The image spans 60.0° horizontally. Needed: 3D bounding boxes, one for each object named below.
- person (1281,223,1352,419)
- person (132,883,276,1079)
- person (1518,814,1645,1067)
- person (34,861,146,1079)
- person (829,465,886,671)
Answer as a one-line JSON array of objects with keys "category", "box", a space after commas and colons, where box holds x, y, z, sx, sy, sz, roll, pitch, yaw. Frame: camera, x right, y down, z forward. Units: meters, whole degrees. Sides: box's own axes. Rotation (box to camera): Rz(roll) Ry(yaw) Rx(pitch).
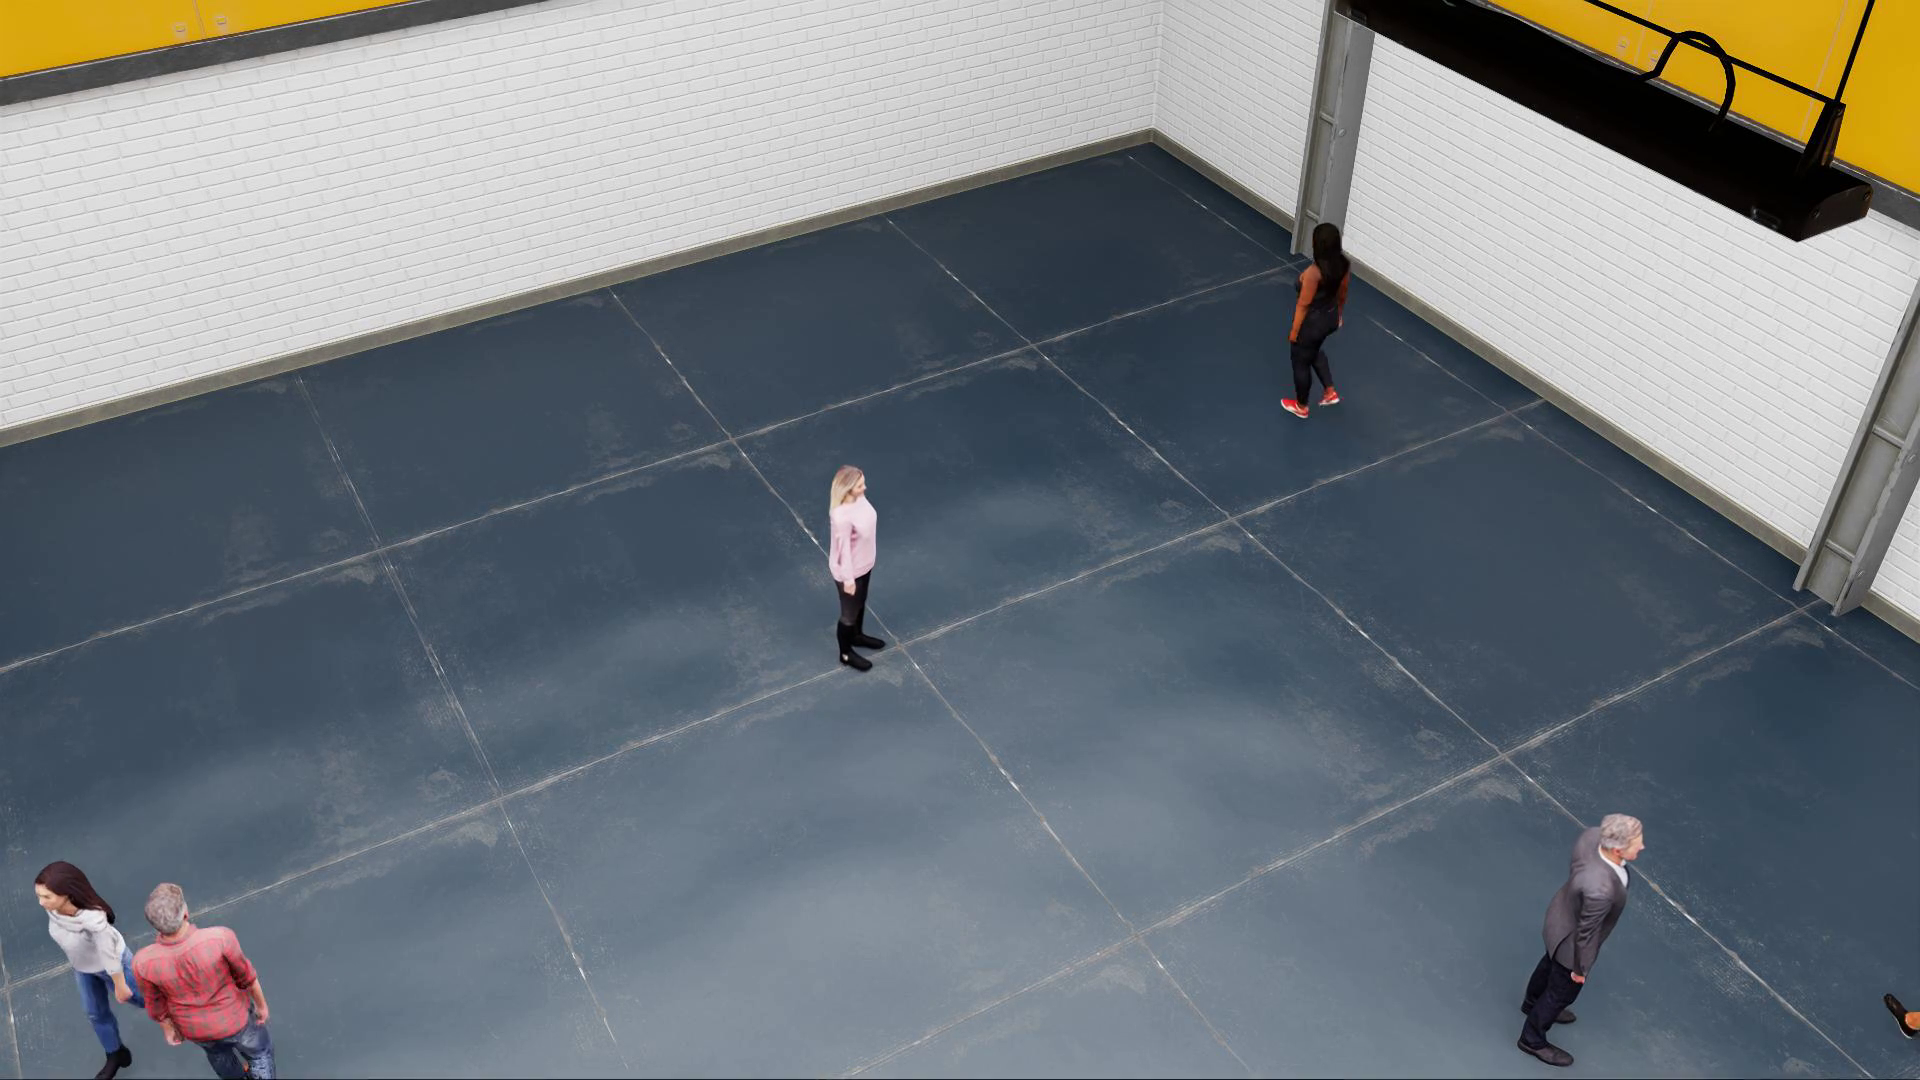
[{"category": "person", "box": [3.011, -1.764, 13.800, 0.732, 1.805, 0.791, -28, 47, -31]}, {"category": "person", "box": [-3.805, 2.480, 8.481, 0.832, 1.810, 1.096, -12, 40, -14]}, {"category": "person", "box": [3.323, 2.100, 8.939, 0.847, 1.832, 0.783, 9, 39, 11]}, {"category": "person", "box": [-4.513, 2.234, 8.957, 1.060, 1.600, 0.964, 23, 44, 26]}, {"category": "person", "box": [-0.759, 0.167, 11.477, 0.746, 1.686, 0.685, 10, 40, 12]}]
